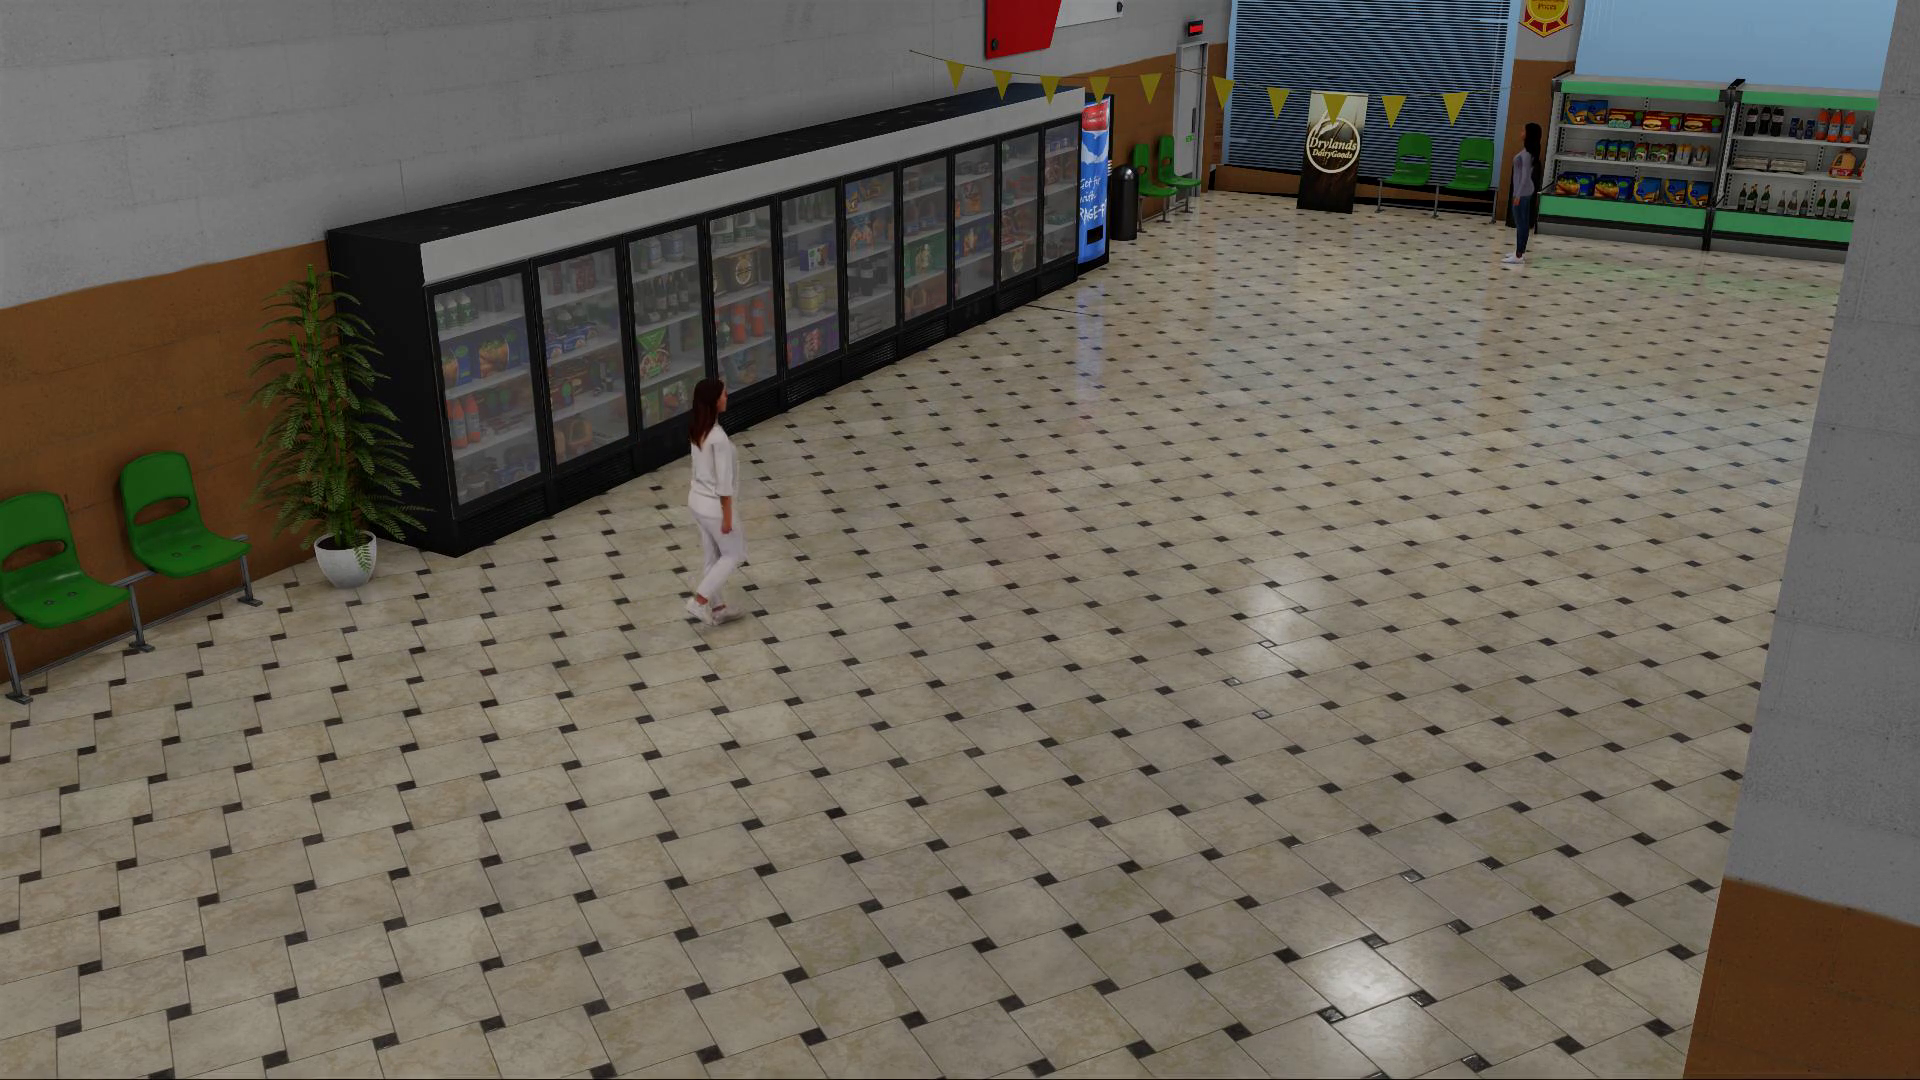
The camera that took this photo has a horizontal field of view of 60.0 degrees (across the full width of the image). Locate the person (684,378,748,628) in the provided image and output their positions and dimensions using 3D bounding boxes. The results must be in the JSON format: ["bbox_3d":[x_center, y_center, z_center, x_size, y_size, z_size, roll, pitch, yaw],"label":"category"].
[{"bbox_3d":[-1.637,-0.204,10.669,0.794,1.681,0.762,-18,28,-37],"label":"person"}]

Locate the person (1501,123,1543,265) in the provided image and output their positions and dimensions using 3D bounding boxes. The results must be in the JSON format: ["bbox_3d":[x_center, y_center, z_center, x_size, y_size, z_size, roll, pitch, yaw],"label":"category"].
[{"bbox_3d":[7.116,-4.373,20.972,0.504,1.736,0.603,12,25,27],"label":"person"}]
